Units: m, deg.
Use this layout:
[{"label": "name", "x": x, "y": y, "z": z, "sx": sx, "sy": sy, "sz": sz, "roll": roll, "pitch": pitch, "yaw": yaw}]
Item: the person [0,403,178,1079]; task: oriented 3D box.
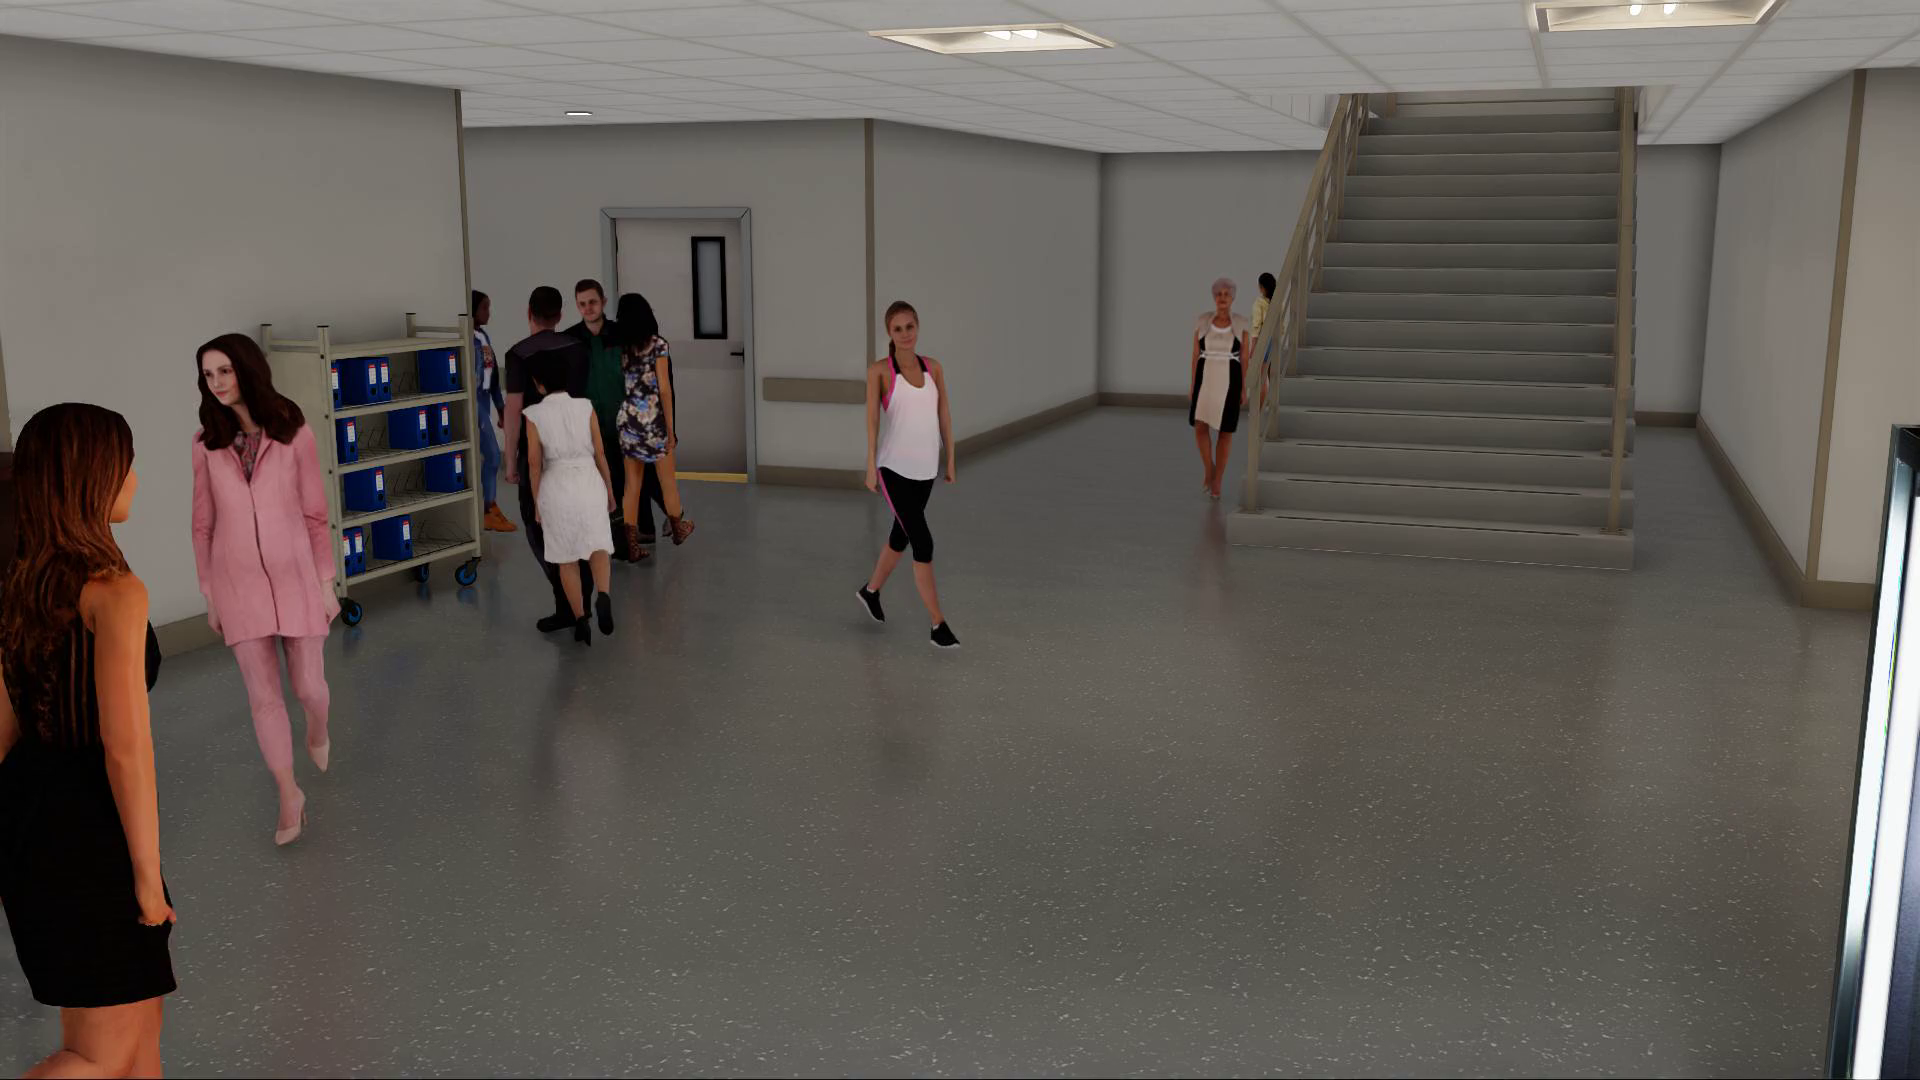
[{"label": "person", "x": -1.750, "y": 0.684, "z": 3.120, "sx": 0.680, "sy": 1.808, "sz": 1.020, "roll": 6, "pitch": 12, "yaw": 30}]

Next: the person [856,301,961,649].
[{"label": "person", "x": -0.318, "y": -0.326, "z": 8.643, "sx": 1.212, "sy": 1.732, "sz": 1.185, "roll": -7, "pitch": 13, "yaw": -32}]

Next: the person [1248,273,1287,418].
[{"label": "person", "x": 3.450, "y": -2.176, "z": 18.662, "sx": 0.695, "sy": 1.632, "sz": 0.784, "roll": -7, "pitch": 13, "yaw": -32}]

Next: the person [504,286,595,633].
[{"label": "person", "x": -2.184, "y": -0.444, "z": 8.990, "sx": 0.953, "sy": 1.836, "sz": 0.779, "roll": 5, "pitch": 12, "yaw": 25}]

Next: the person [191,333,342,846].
[{"label": "person", "x": -2.441, "y": 0.165, "z": 5.926, "sx": 0.872, "sy": 1.782, "sz": 0.981, "roll": -3, "pitch": 11, "yaw": -14}]

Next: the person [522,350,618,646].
[{"label": "person", "x": -1.962, "y": -0.182, "z": 8.444, "sx": 0.829, "sy": 1.525, "sz": 0.894, "roll": -3, "pitch": 11, "yaw": -17}]

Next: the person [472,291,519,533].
[{"label": "person", "x": -3.519, "y": -0.891, "z": 11.727, "sx": 0.767, "sy": 1.693, "sz": 0.811, "roll": 2, "pitch": 11, "yaw": 12}]

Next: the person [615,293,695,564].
[{"label": "person", "x": -2.073, "y": -0.685, "z": 10.627, "sx": 0.695, "sy": 1.699, "sz": 1.062, "roll": 3, "pitch": 11, "yaw": 15}]

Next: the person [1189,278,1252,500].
[{"label": "person", "x": 2.062, "y": -1.199, "z": 13.215, "sx": 0.647, "sy": 1.745, "sz": 0.682, "roll": 3, "pitch": 11, "yaw": 16}]

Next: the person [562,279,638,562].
[{"label": "person", "x": -2.315, "y": -0.764, "z": 10.795, "sx": 1.139, "sy": 1.792, "sz": 1.223, "roll": -5, "pitch": 12, "yaw": -23}]

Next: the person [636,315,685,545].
[{"label": "person", "x": -2.081, "y": -0.759, "z": 11.276, "sx": 0.745, "sy": 1.601, "sz": 0.800, "roll": 8, "pitch": 13, "yaw": 37}]
